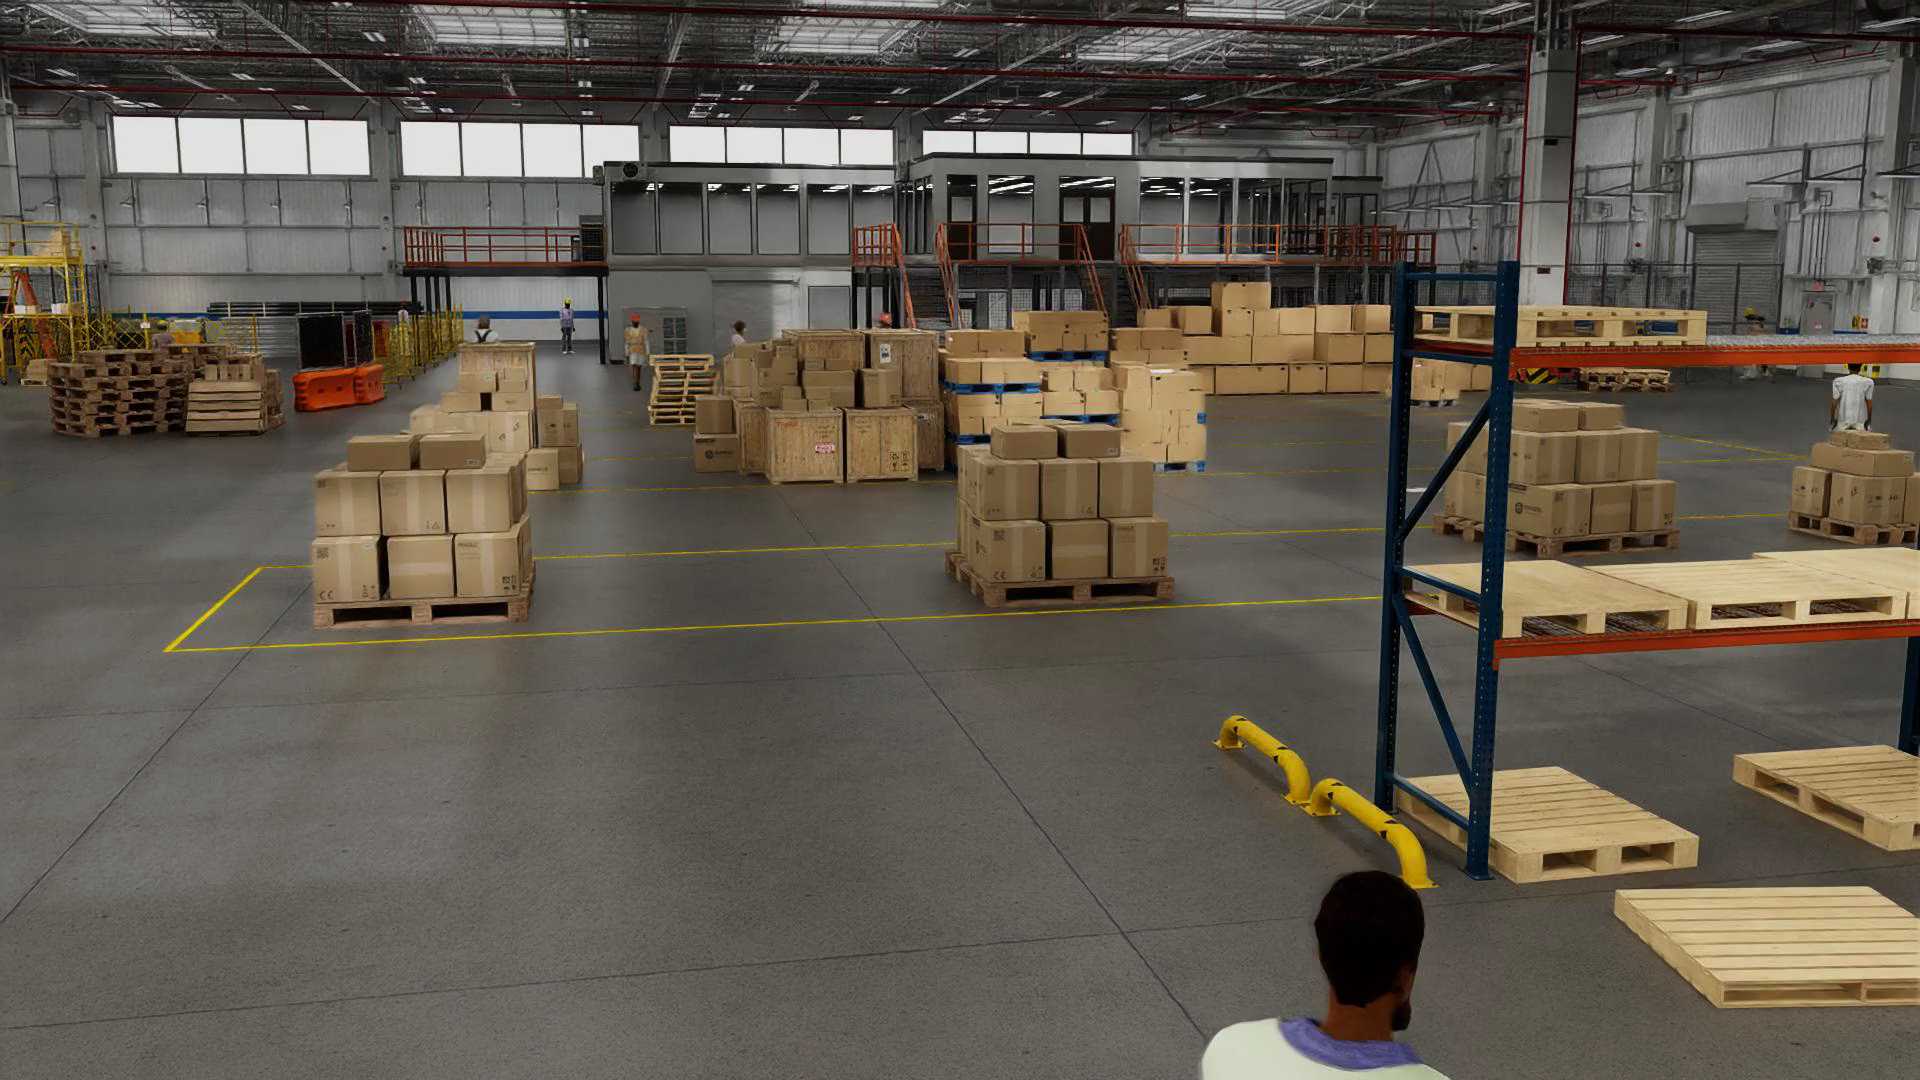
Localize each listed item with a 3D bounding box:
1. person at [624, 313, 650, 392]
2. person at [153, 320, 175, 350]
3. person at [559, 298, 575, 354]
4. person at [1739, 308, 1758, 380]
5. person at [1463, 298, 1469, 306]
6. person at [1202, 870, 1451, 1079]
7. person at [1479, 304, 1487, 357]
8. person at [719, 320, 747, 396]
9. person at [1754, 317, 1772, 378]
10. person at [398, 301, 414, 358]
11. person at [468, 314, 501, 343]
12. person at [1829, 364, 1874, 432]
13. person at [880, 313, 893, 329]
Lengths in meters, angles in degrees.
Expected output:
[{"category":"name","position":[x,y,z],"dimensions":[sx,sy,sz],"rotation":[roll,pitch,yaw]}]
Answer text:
[{"category":"person","position":[-7.786,-4.525,40.204],"dimensions":[0.571,1.883,0.980],"rotation":[-4,10,-24]},{"category":"person","position":[-19.262,-4.453,40.238],"dimensions":[0.526,1.737,0.775],"rotation":[0,9,2]},{"category":"person","position":[-13.688,-7.460,57.992],"dimensions":[0.366,1.928,0.585],"rotation":[7,12,36]},{"category":"person","position":[21.061,-5.233,44.438],"dimensions":[0.600,1.908,0.477],"rotation":[-6,11,-34]},{"category":"person","position":[18.193,-7.767,59.926],"dimensions":[0.639,1.900,0.936],"rotation":[-1,9,-5]},{"category":"person","position":[0.708,1.556,3.116],"dimensions":[0.584,1.908,0.389],"rotation":[7,12,38]},{"category":"person","position":[14.298,-5.469,45.654],"dimensions":[0.396,1.992,0.622],"rotation":[0,9,-3]},{"category":"person","position":[-4.677,-3.623,34.680],"dimensions":[0.936,1.910,0.638],"rotation":[-2,10,-13]},{"category":"person","position":[21.640,-5.174,44.833],"dimensions":[0.544,1.663,0.707],"rotation":[-7,12,-38]},{"category":"person","position":[-18.390,-6.967,55.124],"dimensions":[0.575,1.883,0.355],"rotation":[8,12,41]},{"category":"person","position":[-10.134,-3.832,35.534],"dimensions":[0.691,2.000,0.754],"rotation":[1,9,7]},{"category":"person","position":[11.850,-1.546,22.122],"dimensions":[0.508,1.872,0.329],"rotation":[5,11,28]},{"category":"person","position":[-1.647,-4.054,37.083],"dimensions":[0.609,1.975,1.059],"rotation":[-6,11,-34]}]
